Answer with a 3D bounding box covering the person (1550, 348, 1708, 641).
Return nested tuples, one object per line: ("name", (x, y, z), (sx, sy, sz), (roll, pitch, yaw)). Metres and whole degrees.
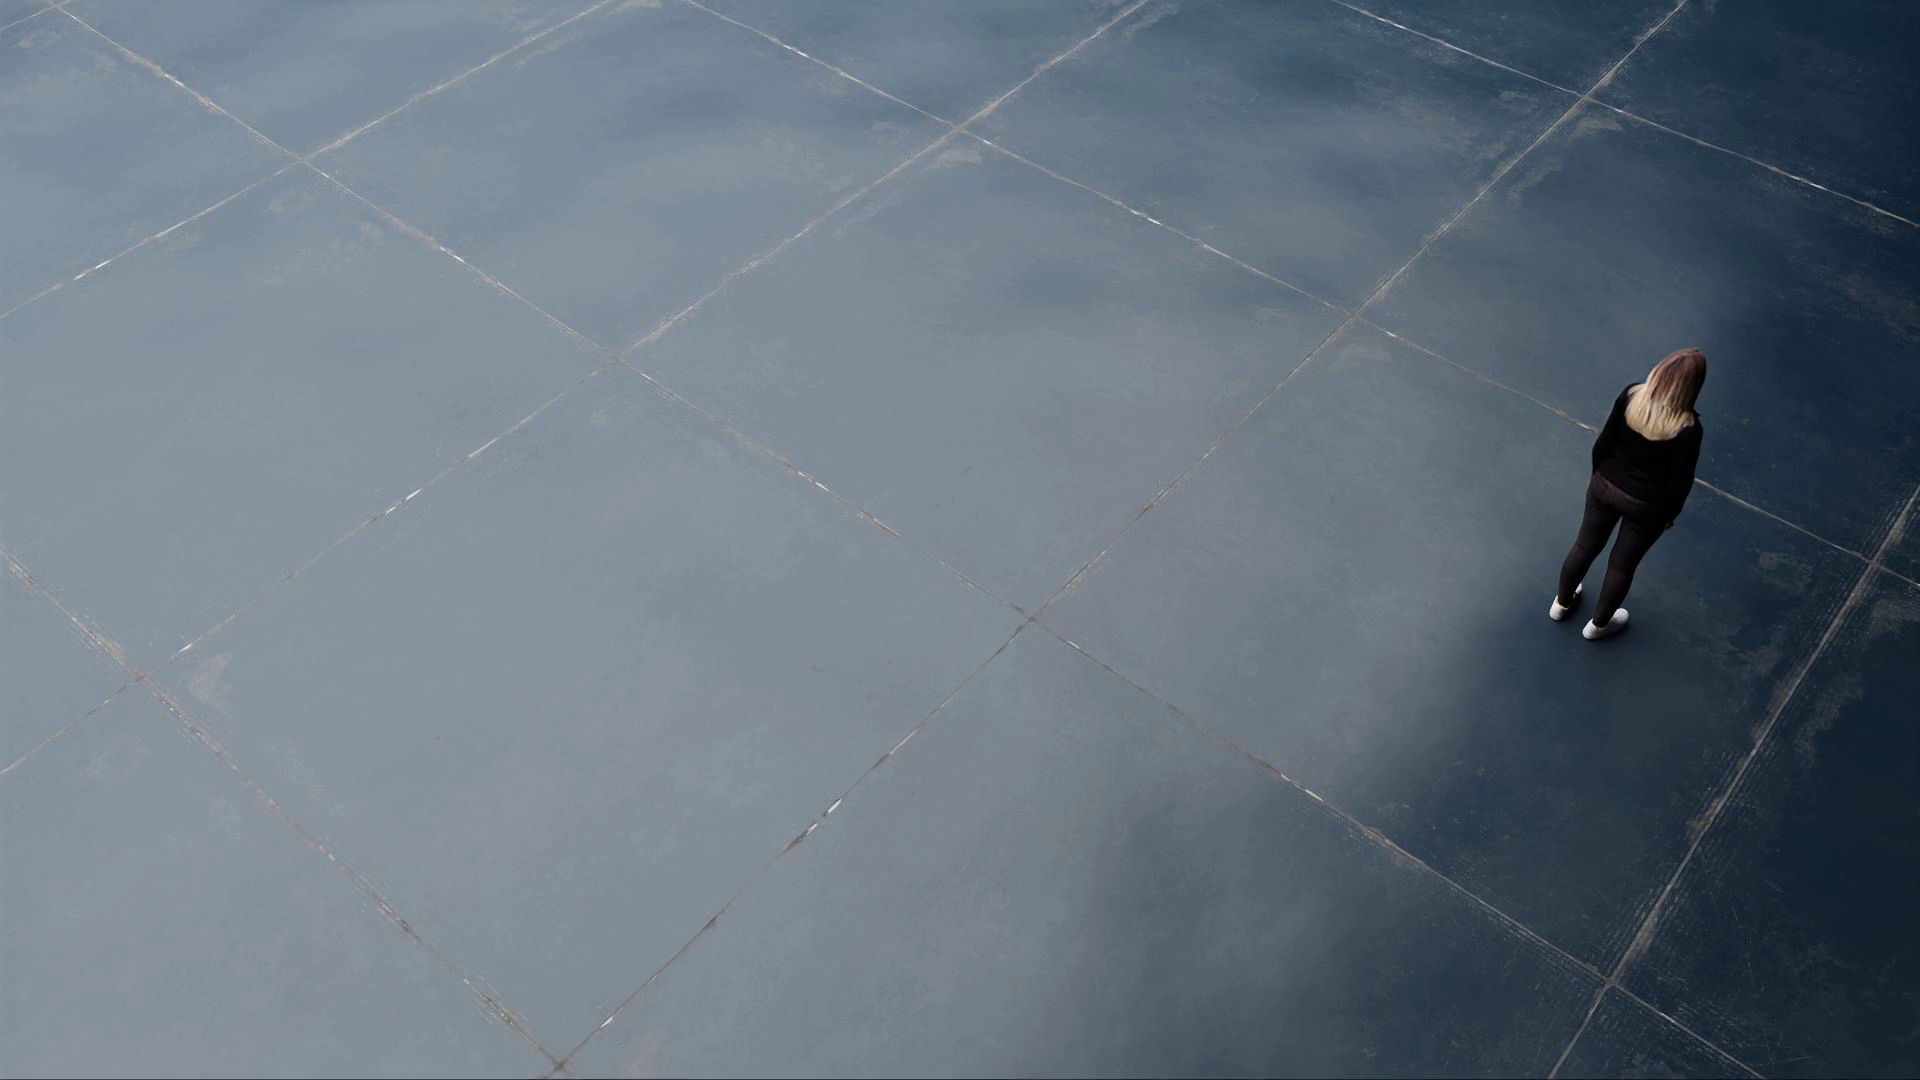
("person", (3.007, -0.193, 7.476), (0.570, 1.687, 0.632), (-34, 56, -27))
